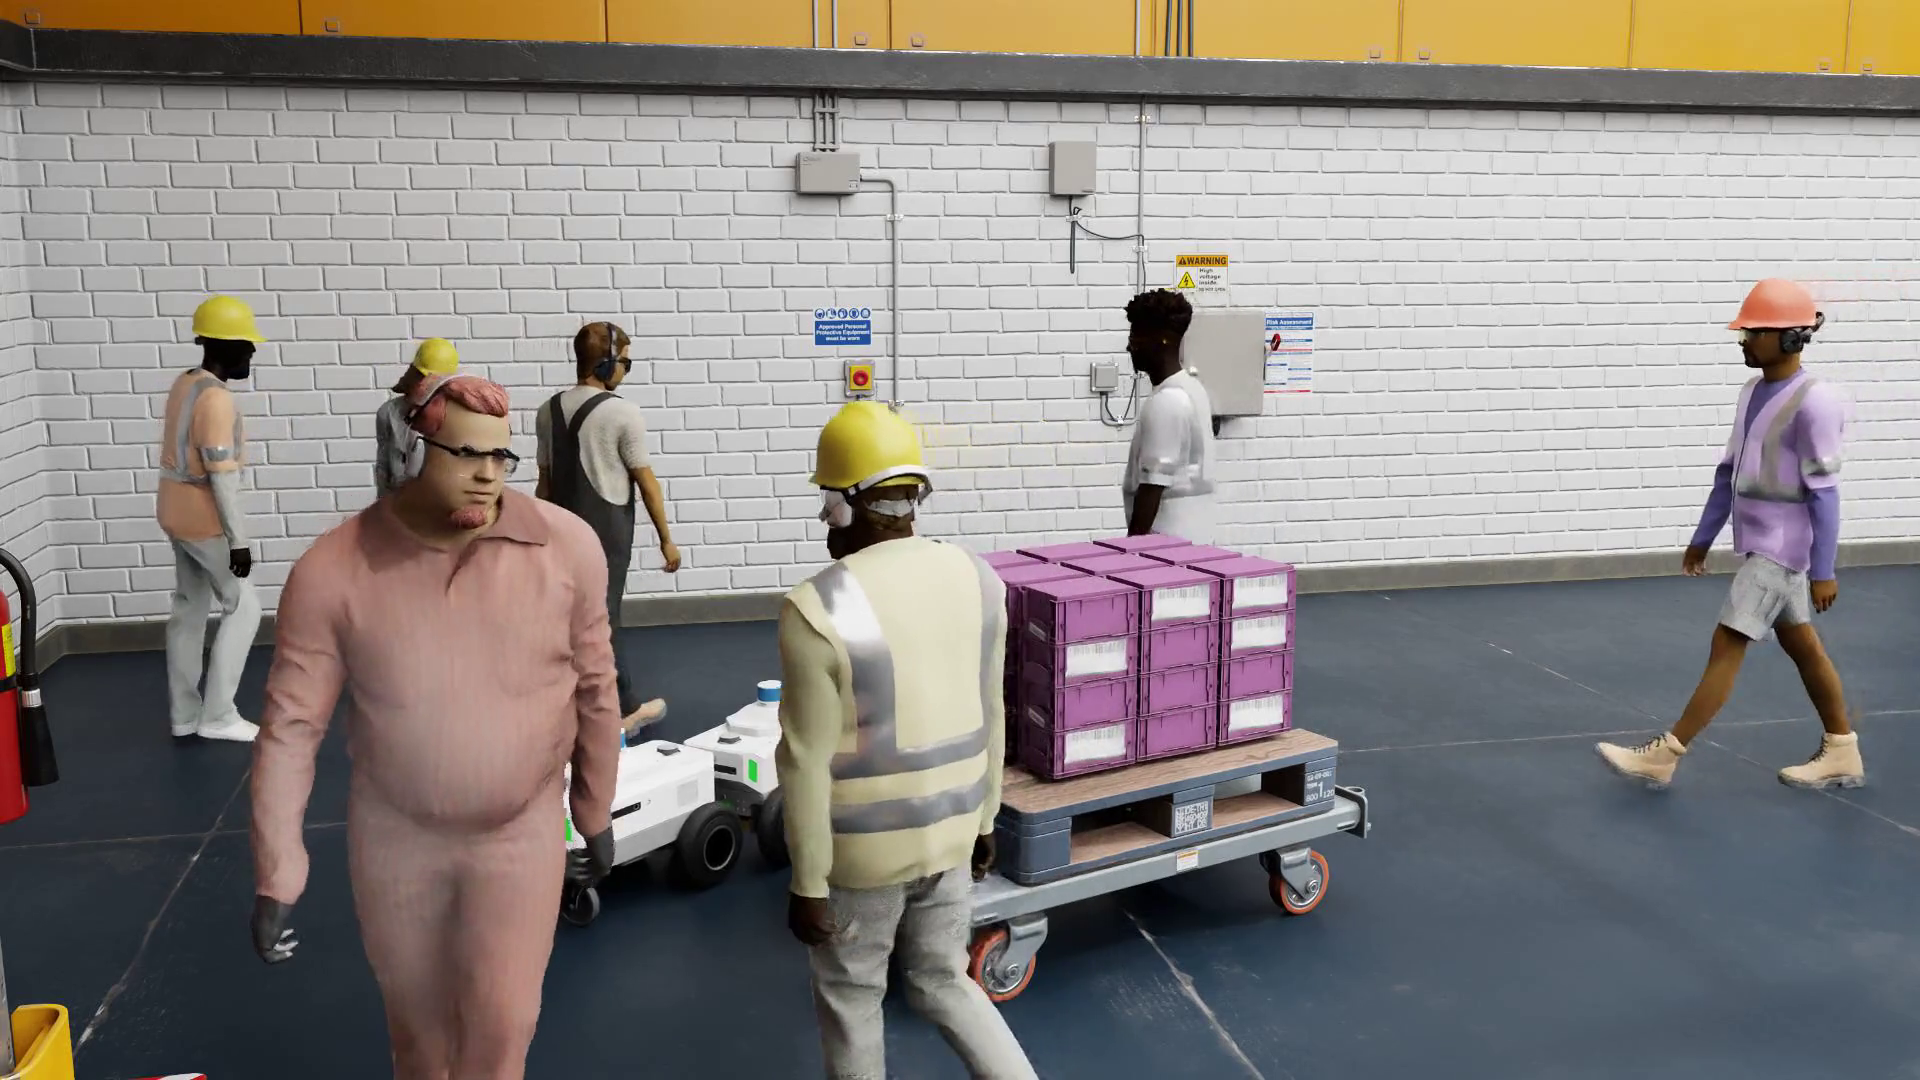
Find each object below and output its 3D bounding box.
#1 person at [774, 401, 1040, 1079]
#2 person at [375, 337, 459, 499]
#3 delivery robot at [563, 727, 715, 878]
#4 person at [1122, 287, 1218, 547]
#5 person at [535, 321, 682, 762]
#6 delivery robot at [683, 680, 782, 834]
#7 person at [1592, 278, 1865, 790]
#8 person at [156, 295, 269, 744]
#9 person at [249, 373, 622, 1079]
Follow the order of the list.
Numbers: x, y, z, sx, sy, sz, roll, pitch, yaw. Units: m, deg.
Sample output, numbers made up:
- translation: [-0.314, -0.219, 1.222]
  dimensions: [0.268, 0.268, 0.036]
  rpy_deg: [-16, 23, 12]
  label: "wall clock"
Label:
- translation: [-0.077, 0.621, 3.468]
  dimensions: [0.597, 1.806, 0.703]
  rpy_deg: [-10, 14, -43]
  label: "person"
- translation: [-2.405, -0.082, 7.610]
  dimensions: [0.527, 1.696, 0.562]
  rpy_deg: [0, 10, -2]
  label: "person"
- translation: [-1.129, 0.848, 5.390]
  dimensions: [0.477, 0.478, 0.707]
  rpy_deg: [7, 12, 34]
  label: "delivery robot"
- translation: [0.679, -0.001, 6.495]
  dimensions: [0.797, 1.939, 0.630]
  rpy_deg: [2, 11, 13]
  label: "person"
- translation: [-1.405, 0.014, 6.836]
  dimensions: [0.496, 1.800, 0.868]
  rpy_deg: [7, 12, 32]
  label: "person"
- translation: [-0.670, 0.747, 5.953]
  dimensions: [0.477, 0.478, 0.707]
  rpy_deg: [5, 11, 27]
  label: "delivery robot"
- translation: [3.052, 0.004, 6.379]
  dimensions: [1.076, 1.984, 0.624]
  rpy_deg: [1, 10, 6]
  label: "person"
- translation: [-3.144, -0.076, 7.055]
  dimensions: [0.502, 1.899, 0.593]
  rpy_deg: [-7, 12, -34]
  label: "person"
- translation: [-1.054, 0.593, 3.433]
  dimensions: [0.724, 1.866, 0.795]
  rpy_deg: [-2, 10, -11]
  label: "person"
